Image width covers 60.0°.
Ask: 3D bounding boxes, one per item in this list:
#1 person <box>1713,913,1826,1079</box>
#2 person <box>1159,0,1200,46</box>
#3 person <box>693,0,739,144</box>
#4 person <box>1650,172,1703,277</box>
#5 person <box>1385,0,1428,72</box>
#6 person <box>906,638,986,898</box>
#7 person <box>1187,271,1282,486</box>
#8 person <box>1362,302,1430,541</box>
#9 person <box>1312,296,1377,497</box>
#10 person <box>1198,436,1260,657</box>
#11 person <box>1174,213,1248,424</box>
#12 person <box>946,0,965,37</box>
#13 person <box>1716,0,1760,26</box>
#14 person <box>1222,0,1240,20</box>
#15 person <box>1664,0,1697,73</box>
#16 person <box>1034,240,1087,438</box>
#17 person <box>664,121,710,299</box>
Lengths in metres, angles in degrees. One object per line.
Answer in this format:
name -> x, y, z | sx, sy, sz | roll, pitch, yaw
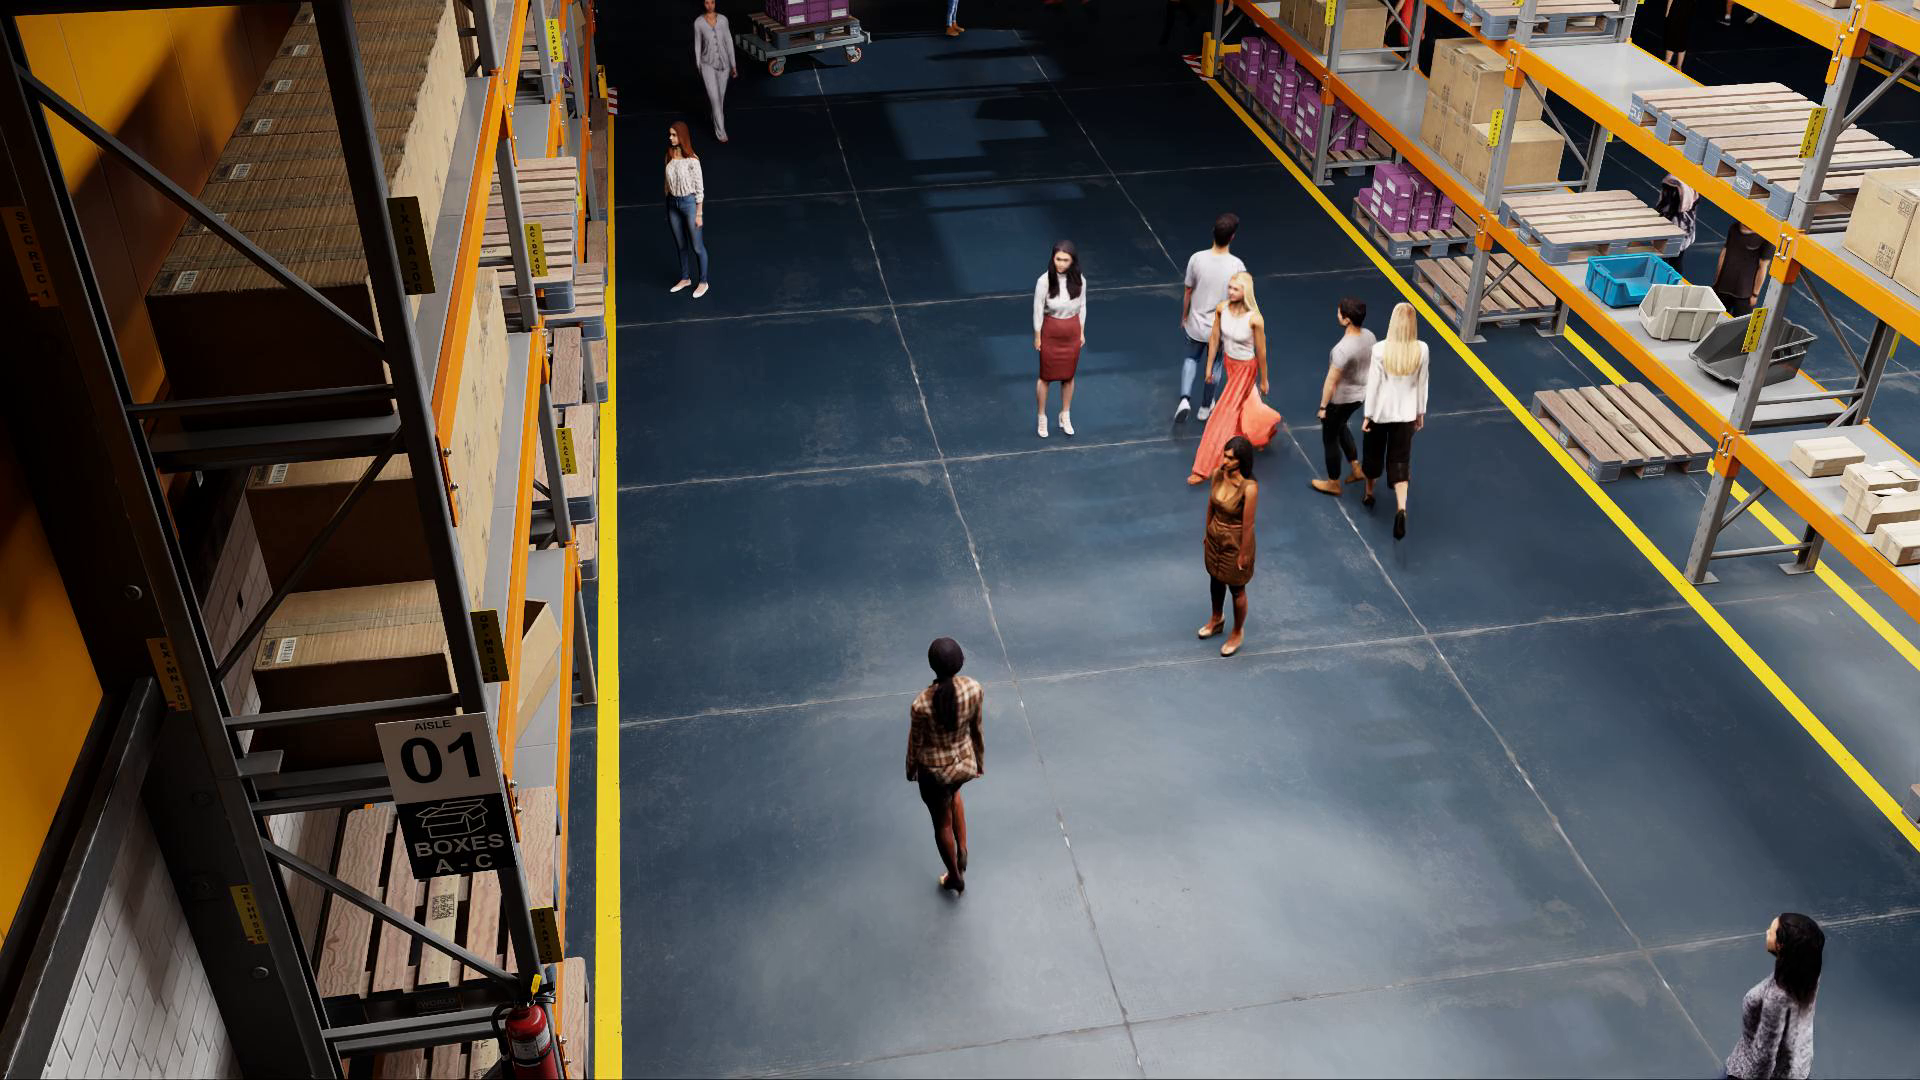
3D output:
person -> 3.740, 2.461, 7.603 | 0.735, 1.709, 0.772 | -25, 41, -33
person -> 3.056, -7.707, 22.914 | 1.061, 1.695, 1.131 | -18, 38, -25
person -> -2.941, -5.663, 19.797 | 0.768, 1.741, 1.054 | -15, 37, -22
person -> 6.833, -3.006, 15.892 | 0.684, 1.638, 0.686 | -13, 36, -19
person -> 5.731, -6.391, 20.952 | 1.171, 1.675, 0.999 | 29, 43, 36
person -> -0.038, 1.336, 9.229 | 0.670, 1.783, 0.712 | -18, 38, -25
person -> 2.296, -1.335, 13.279 | 1.134, 1.748, 1.314 | -23, 40, -31
person -> 3.250, -0.844, 12.468 | 0.770, 1.828, 1.188 | 1, 34, 1
person -> 3.047, -1.080, 12.936 | 0.776, 1.703, 0.820 | -26, 41, -33
person -> 1.835, 0.026, 11.288 | 0.694, 1.686, 0.584 | -22, 40, -30
person -> 2.060, -1.771, 13.825 | 0.932, 1.870, 1.060 | 10, 35, 15
person -> -0.097, -7.759, 23.392 | 0.639, 1.253, 0.563 | 15, 36, 21
person -> 11.137, -8.095, 23.445 | 0.727, 1.752, 0.960 | -13, 36, -19
person -> 3.935, -8.431, 23.960 | 0.775, 1.742, 0.688 | 15, 36, 21
person -> 9.500, -6.975, 21.880 | 0.557, 1.620, 0.567 | -8, 34, -12
person -> 0.829, -1.658, 13.763 | 0.587, 1.750, 0.493 | -6, 34, -9
person -> -2.664, -3.218, 16.130 | 0.656, 1.729, 0.694 | 17, 37, 24
